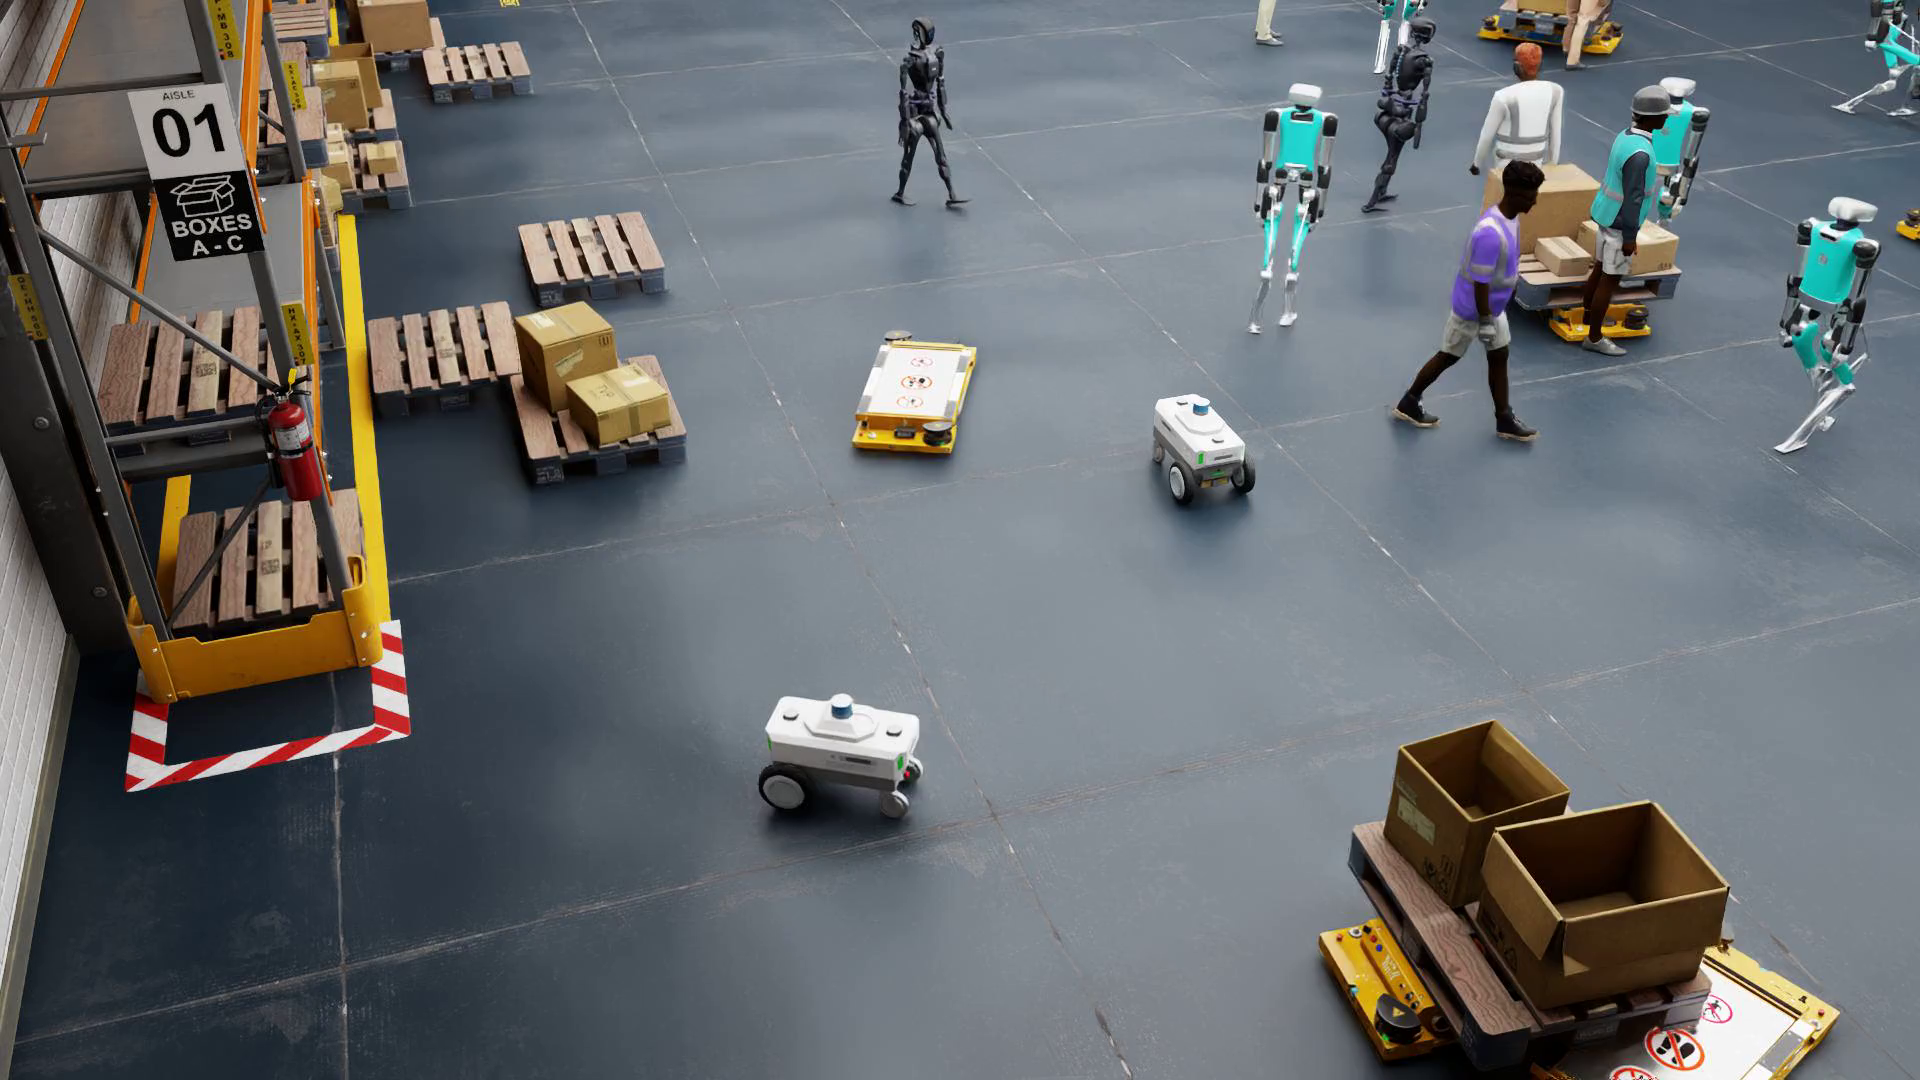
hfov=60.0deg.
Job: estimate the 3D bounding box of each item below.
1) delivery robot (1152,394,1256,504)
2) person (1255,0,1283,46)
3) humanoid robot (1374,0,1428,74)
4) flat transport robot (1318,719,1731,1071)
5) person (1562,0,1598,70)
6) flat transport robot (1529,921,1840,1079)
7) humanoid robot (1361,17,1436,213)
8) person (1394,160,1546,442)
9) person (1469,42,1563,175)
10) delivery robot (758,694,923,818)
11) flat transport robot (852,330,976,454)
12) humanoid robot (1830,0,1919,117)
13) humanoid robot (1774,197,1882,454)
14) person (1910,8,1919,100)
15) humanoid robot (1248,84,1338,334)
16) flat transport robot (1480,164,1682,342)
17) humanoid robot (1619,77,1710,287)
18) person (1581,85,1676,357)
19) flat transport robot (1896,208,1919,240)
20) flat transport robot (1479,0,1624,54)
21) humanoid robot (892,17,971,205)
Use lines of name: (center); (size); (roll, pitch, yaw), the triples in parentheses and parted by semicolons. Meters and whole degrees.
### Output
delivery robot: (1.511, -0.618, 10.524); (0.499, 0.572, 0.747); (-11, 35, -16)
person: (3.430, -6.371, 18.199); (0.387, 1.836, 0.568); (2, 33, 3)
humanoid robot: (4.543, -5.647, 17.052); (0.533, 1.677, 0.735); (6, 34, 10)
flat transport robot: (2.337, 1.790, 7.114); (1.431, 0.231, 0.659); (-8, 34, -12)
person: (6.639, -5.851, 17.599); (0.493, 1.617, 0.748); (17, 37, 24)
flat transport robot: (2.886, 2.070, 6.684); (1.431, 0.231, 0.659); (-25, 41, -33)
humanoid robot: (3.697, -3.611, 14.122); (0.476, 1.630, 0.607); (-14, 35, -20)
person: (3.366, -1.529, 10.708); (0.946, 1.920, 0.609); (20, 38, 28)
person: (4.262, -2.963, 12.945); (0.582, 1.855, 0.822); (-9, 34, -13)
delivery robot: (-0.571, 1.001, 8.045); (0.769, 0.577, 0.499); (7, 34, 11)
flat transport robot: (-0.293, -1.026, 11.432); (0.659, 0.231, 1.431); (4, 33, 6)
humanoid robot: (9.112, -4.855, 16.005); (0.548, 1.761, 0.949); (-22, 39, -30)
humanoid robot: (5.641, -1.341, 10.646); (0.831, 1.863, 0.545); (-16, 36, -23)
person: (9.943, -5.380, 16.605); (0.571, 1.914, 0.565); (25, 40, 33)
humanoid robot: (2.404, -2.330, 12.113); (0.537, 1.798, 0.811); (5, 33, 7)
flat transport robot: (4.664, -1.928, 12.815); (0.659, 0.231, 1.431); (-6, 34, -8)
humanoid robot: (5.358, -2.742, 12.773); (0.537, 1.786, 0.925); (16, 36, 23)
person: (4.684, -2.268, 11.808); (0.419, 1.940, 0.547); (4, 33, 7)
flat transport robot: (8.422, -2.367, 13.489); (0.659, 0.231, 1.431); (-11, 35, -16)
flat transport robot: (6.615, -5.693, 18.590); (1.431, 0.231, 0.659); (17, 37, 24)
humanoid robot: (-0.279, -3.603, 14.115); (0.717, 1.630, 0.605); (24, 40, 32)
